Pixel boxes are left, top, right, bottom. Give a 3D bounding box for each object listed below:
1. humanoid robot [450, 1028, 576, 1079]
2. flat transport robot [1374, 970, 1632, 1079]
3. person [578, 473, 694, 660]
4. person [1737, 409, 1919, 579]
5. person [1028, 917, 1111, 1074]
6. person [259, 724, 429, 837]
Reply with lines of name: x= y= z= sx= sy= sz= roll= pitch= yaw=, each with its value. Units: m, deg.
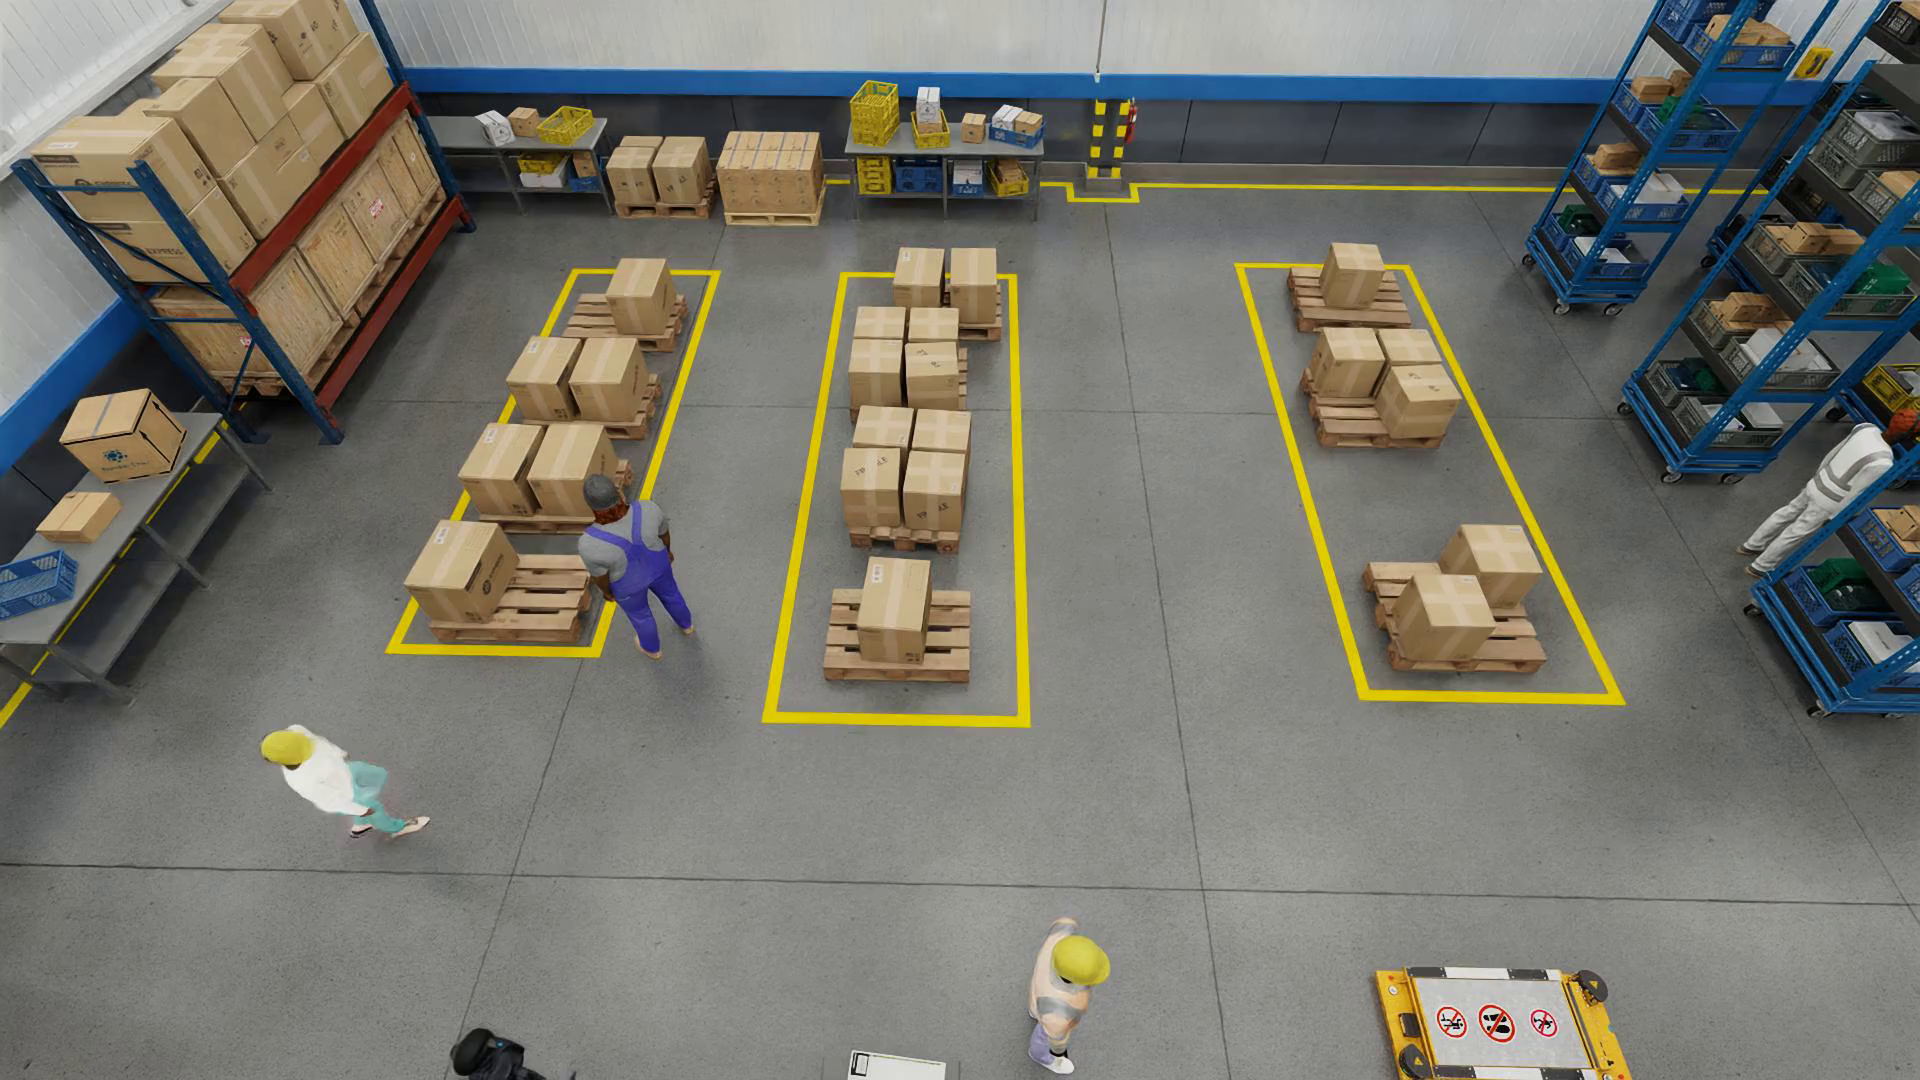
humanoid robot: x=-2.417 y=3.033 z=5.103 sx=0.575 sy=1.648 sz=0.356 roll=12 pitch=52 yaw=10
flat transport robot: x=3.501 y=3.133 z=5.914 sx=1.431 sy=0.197 sz=0.652 roll=1 pitch=51 yaw=1
person: x=-2.571 y=0.198 z=7.182 sx=0.539 sy=2.000 sz=0.682 roll=36 pitch=59 yaw=26
person: x=7.350 y=-0.373 z=7.749 sx=0.356 sy=1.882 sz=0.572 roll=13 pitch=52 yaw=10
person: x=0.582 y=2.634 z=5.269 sx=0.367 sy=1.927 sz=0.586 roll=5 pitch=51 yaw=4
person: x=-4.179 y=1.669 z=6.177 sx=0.423 sy=1.732 sz=0.569 roll=-24 pitch=55 yaw=-19
